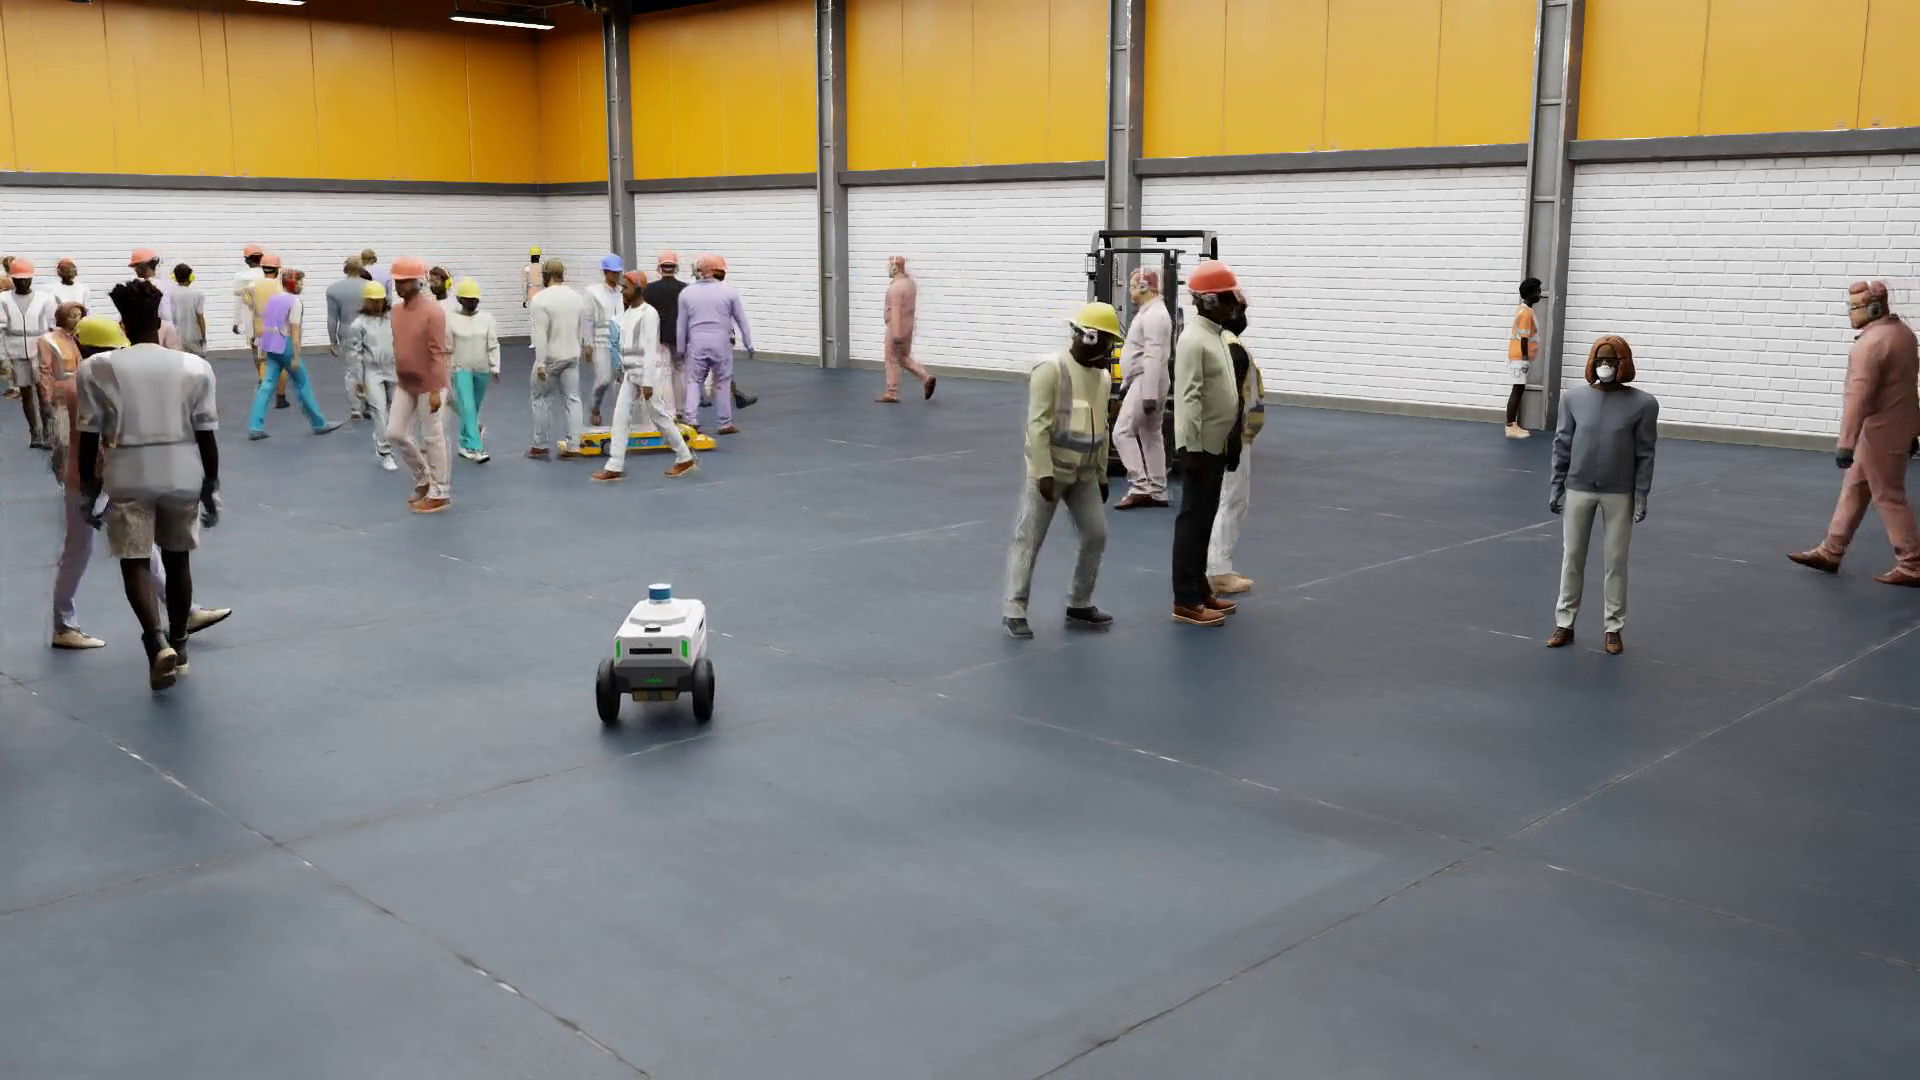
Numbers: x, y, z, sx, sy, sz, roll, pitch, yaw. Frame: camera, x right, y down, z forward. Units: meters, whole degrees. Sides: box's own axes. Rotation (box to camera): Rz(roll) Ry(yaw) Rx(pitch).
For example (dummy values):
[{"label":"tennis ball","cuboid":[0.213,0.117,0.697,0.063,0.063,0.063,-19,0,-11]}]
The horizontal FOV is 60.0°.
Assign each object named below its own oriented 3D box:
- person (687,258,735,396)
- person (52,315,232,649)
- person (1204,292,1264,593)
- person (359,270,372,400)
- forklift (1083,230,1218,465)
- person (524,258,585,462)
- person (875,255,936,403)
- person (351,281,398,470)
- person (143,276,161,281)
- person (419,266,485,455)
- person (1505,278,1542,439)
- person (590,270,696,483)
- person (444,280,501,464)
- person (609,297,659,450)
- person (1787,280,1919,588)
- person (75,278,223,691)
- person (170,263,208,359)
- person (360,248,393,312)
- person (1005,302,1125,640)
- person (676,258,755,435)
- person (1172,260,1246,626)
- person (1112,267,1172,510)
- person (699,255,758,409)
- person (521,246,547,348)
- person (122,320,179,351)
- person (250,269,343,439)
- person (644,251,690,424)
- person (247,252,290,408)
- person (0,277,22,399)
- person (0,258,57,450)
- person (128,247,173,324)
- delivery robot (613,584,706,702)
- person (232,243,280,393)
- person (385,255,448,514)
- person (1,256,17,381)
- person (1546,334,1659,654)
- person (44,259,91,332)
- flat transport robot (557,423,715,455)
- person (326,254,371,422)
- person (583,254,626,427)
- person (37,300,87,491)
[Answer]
[{"label":"person","cuboid":[-3.329,-2.835,22.178,0.656,1.828,0.452,-1,10,-4]},{"label":"person","cuboid":[-4.315,-0.284,8.559,0.891,1.718,0.520,-1,10,-3]},{"label":"person","cuboid":[1.625,-0.605,10.092,0.433,1.818,0.680,-1,10,-5]},{"label":"person","cuboid":[-7.672,-2.647,21.513,0.532,1.697,0.322,3,11,18]},{"label":"forklift","cuboid":[1.804,-1.825,15.677,1.214,2.155,2.313,2,11,13]},{"label":"person","cuboid":[-3.882,-1.704,15.789,0.806,1.908,0.648,7,13,35]},{"label":"person","cuboid":[-0.714,-2.676,21.158,0.685,1.887,0.652,4,11,22]},{"label":"person","cuboid":[-5.335,-1.524,15.311,0.503,1.723,0.628,-9,14,-40]},{"label":"person","cuboid":[-9.975,-2.457,20.629,0.307,1.645,0.511,4,11,21]},{"label":"person","cuboid":[-5.081,-1.799,16.504,0.519,1.837,0.925,6,12,29]},{"label":"person","cuboid":[5.943,-1.913,17.545,0.321,1.690,0.527,3,11,17]},{"label":"person","cuboid":[-2.754,-1.429,14.504,0.965,1.840,0.587,-7,13,-34]},{"label":"person","cuboid":[-4.599,-1.584,15.666,0.511,1.710,0.890,-9,14,-41]},{"label":"person","cuboid":[-3.310,-1.731,16.789,0.498,1.598,0.833,-5,11,-25]},{"label":"person","cuboid":[5.550,-0.650,10.189,0.885,1.858,0.669,9,14,42]},{"label":"person","cuboid":[-3.793,-0.254,7.827,0.628,1.935,0.829,-7,12,-33]},{"label":"person","cuboid":[-9.080,-2.325,19.482,0.537,1.816,1.036,-2,11,-10]},{"label":"person","cuboid":[-8.849,-3.420,25.085,0.375,1.936,0.627,10,14,43]},{"label":"person","cuboid":[0.555,-0.363,8.870,0.659,1.780,0.513,-9,14,-41]},{"label":"person","cuboid":[-2.612,-2.045,17.744,0.829,1.894,0.504,0,10,0]},{"label":"person","cuboid":[1.363,-0.537,9.191,0.385,1.993,0.623,4,11,21]},{"label":"person","cuboid":[1.392,-1.175,12.991,0.585,1.880,0.653,2,11,10]},{"label":"person","cuboid":[-2.972,-2.564,20.546,0.986,1.883,0.565,3,11,18]},{"label":"person","cuboid":[-7.986,-4.585,31.453,0.594,1.927,0.367,-5,12,-27]},{"label":"person","cuboid":[-6.777,-1.276,13.946,0.542,1.731,0.677,-3,11,-15]},{"label":"person","cuboid":[-7.102,-1.960,17.572,0.656,1.772,0.994,7,13,35]},{"label":"person","cuboid":[-3.296,-2.250,18.669,0.612,1.953,0.940,-4,11,-21]},{"label":"person","cuboid":[-8.473,-2.564,20.455,0.566,1.919,0.529,-1,10,-3]},{"label":"person","cuboid":[-12.429,-2.638,21.724,0.577,1.594,0.323,9,14,39]},{"label":"person","cuboid":[-9.250,-1.828,16.487,0.545,1.898,0.827,-4,11,-22]},{"label":"person","cuboid":[-8.923,-2.268,18.628,0.702,2.010,0.614,-1,10,-8]},{"label":"delivery robot","cuboid":[-1.350,0.442,7.518,0.477,0.478,0.707,0,11,-3]},{"label":"person","cuboid":[-9.485,-2.976,22.418,0.496,2.028,0.617,8,13,38]},{"label":"person","cuboid":[-4.157,-1.181,12.745,0.612,1.979,0.426,6,12,29]},{"label":"person","cuboid":[-13.790,-3.255,24.481,0.767,1.821,0.530,-5,11,-24]},{"label":"person","cuboid":[3.285,-0.235,8.535,0.500,1.633,0.285,6,12,29]},{"label":"person","cuboid":[-11.485,-2.692,21.415,0.997,1.832,0.586,9,14,41]},{"label":"flat transport robot","cuboid":[-3.213,-1.010,16.475,1.431,0.197,0.652,-4,11,-22]},{"label":"person","cuboid":[-6.851,-2.278,18.927,0.638,1.924,0.608,-4,11,-22]},{"label":"person","cuboid":[-3.795,-2.124,18.017,0.626,1.935,0.553,-8,13,-36]},{"label":"person","cuboid":[-7.169,-1.126,13.424,0.685,1.611,0.517,10,14,43]}]
